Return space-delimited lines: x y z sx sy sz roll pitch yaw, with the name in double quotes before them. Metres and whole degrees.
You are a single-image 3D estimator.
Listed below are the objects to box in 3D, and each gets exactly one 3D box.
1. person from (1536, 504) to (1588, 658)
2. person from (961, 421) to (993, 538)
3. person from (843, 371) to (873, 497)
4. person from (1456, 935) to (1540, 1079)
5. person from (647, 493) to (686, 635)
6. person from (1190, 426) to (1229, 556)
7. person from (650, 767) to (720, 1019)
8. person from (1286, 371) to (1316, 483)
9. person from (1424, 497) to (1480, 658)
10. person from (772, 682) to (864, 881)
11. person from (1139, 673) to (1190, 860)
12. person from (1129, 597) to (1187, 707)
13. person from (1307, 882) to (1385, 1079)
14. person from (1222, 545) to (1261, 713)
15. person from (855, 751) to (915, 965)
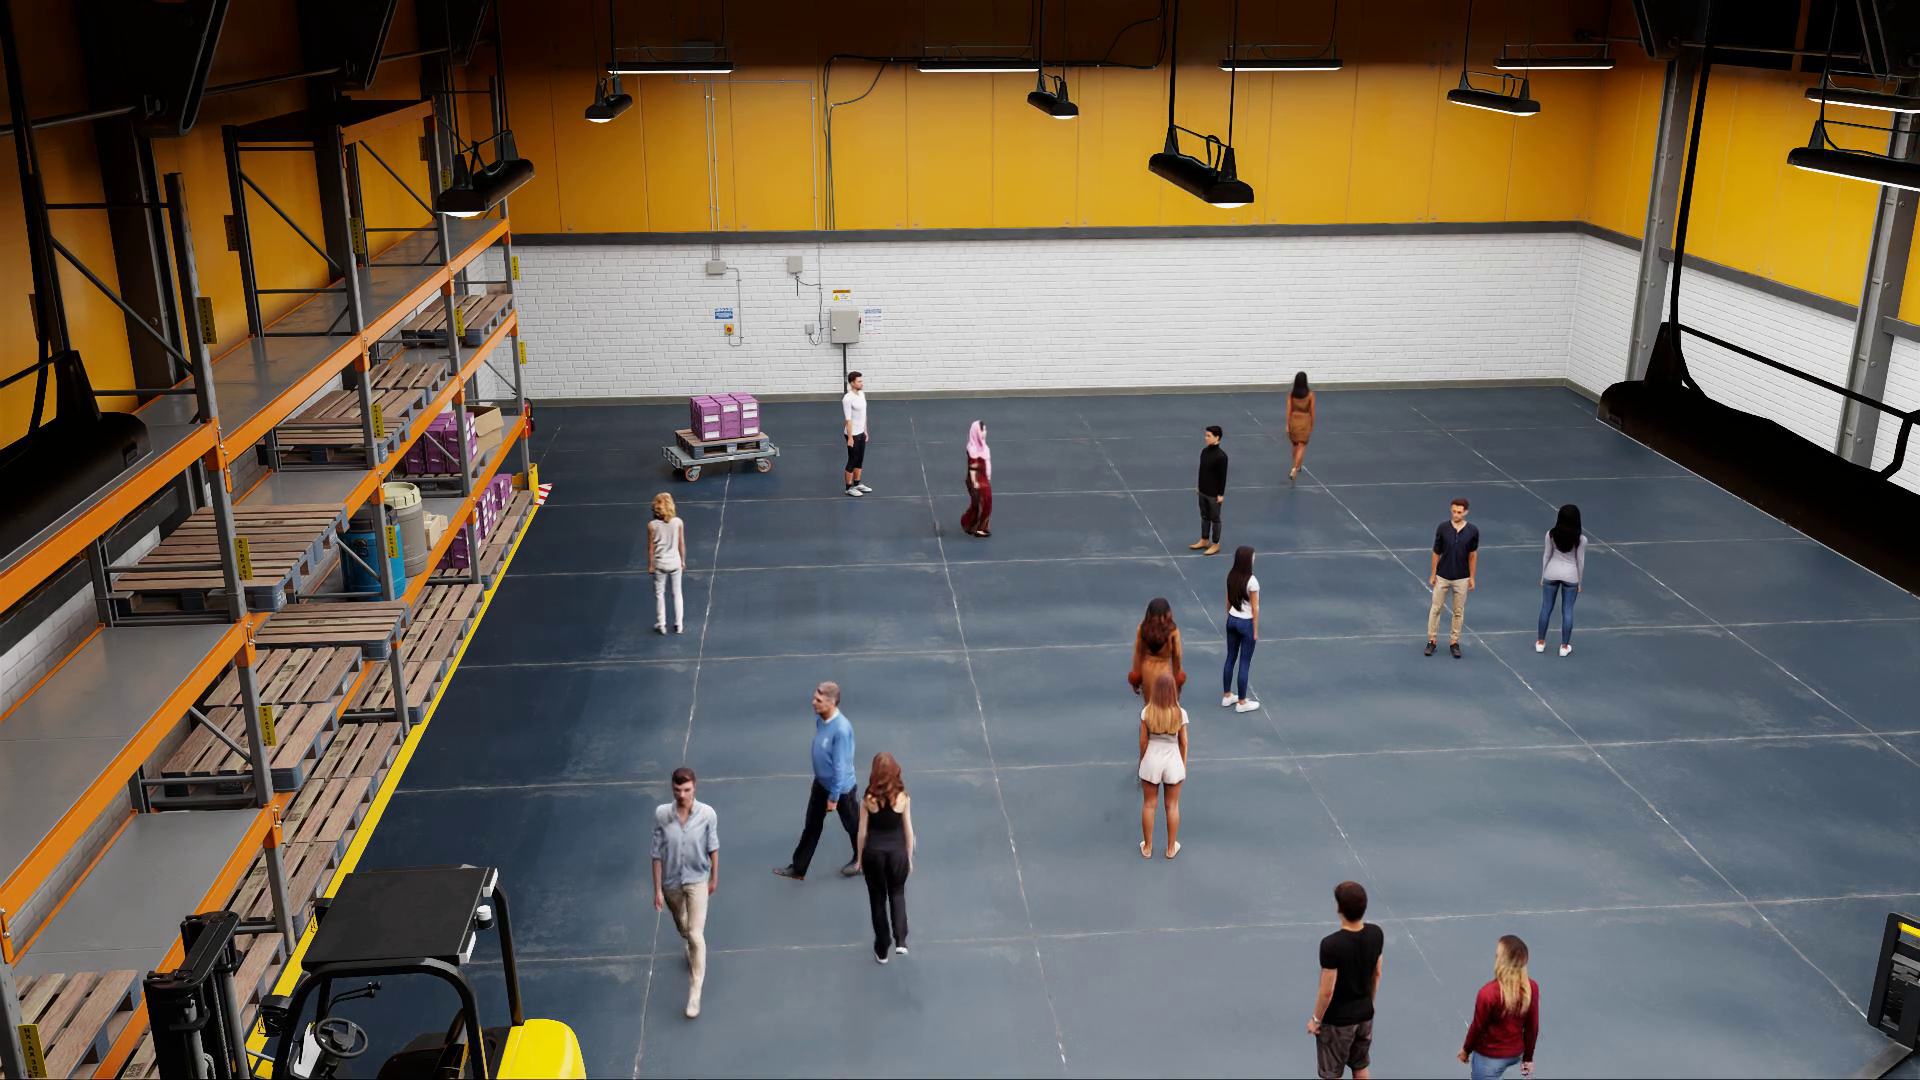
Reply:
"person" 6.729 0.441 18.614 0.683 1.732 0.706 10 21 27
"person" 0.178 -0.822 22.512 0.865 1.639 0.763 6 20 19
"person" -1.542 -1.579 24.431 0.798 1.848 0.682 9 20 24
"person" 3.413 3.267 10.423 0.851 1.605 1.133 -9 21 -25
"person" -3.389 0.264 19.236 0.637 1.670 0.616 -7 20 -19
"person" 3.319 -0.676 21.947 0.780 1.722 0.627 -10 21 -26
"person" -2.038 2.496 12.377 0.687 1.818 1.228 -1 19 -2
"person" 5.094 -1.664 24.987 0.915 1.656 1.150 8 20 23
"person" 5.497 0.397 18.561 0.696 1.851 0.652 5 19 14
"person" -0.965 2.010 13.888 1.086 1.775 1.159 -13 22 -33
"person" 1.730 1.930 14.248 0.616 1.697 0.621 3 19 8
"person" 1.861 1.402 15.828 0.999 1.690 1.199 7 20 20
"person" 2.485 3.042 10.691 0.763 1.859 0.733 -9 21 -26
"person" 2.901 0.903 17.177 0.724 1.774 0.607 -12 22 -32
"person" -0.554 2.461 12.615 0.654 1.733 0.764 -5 19 -14
